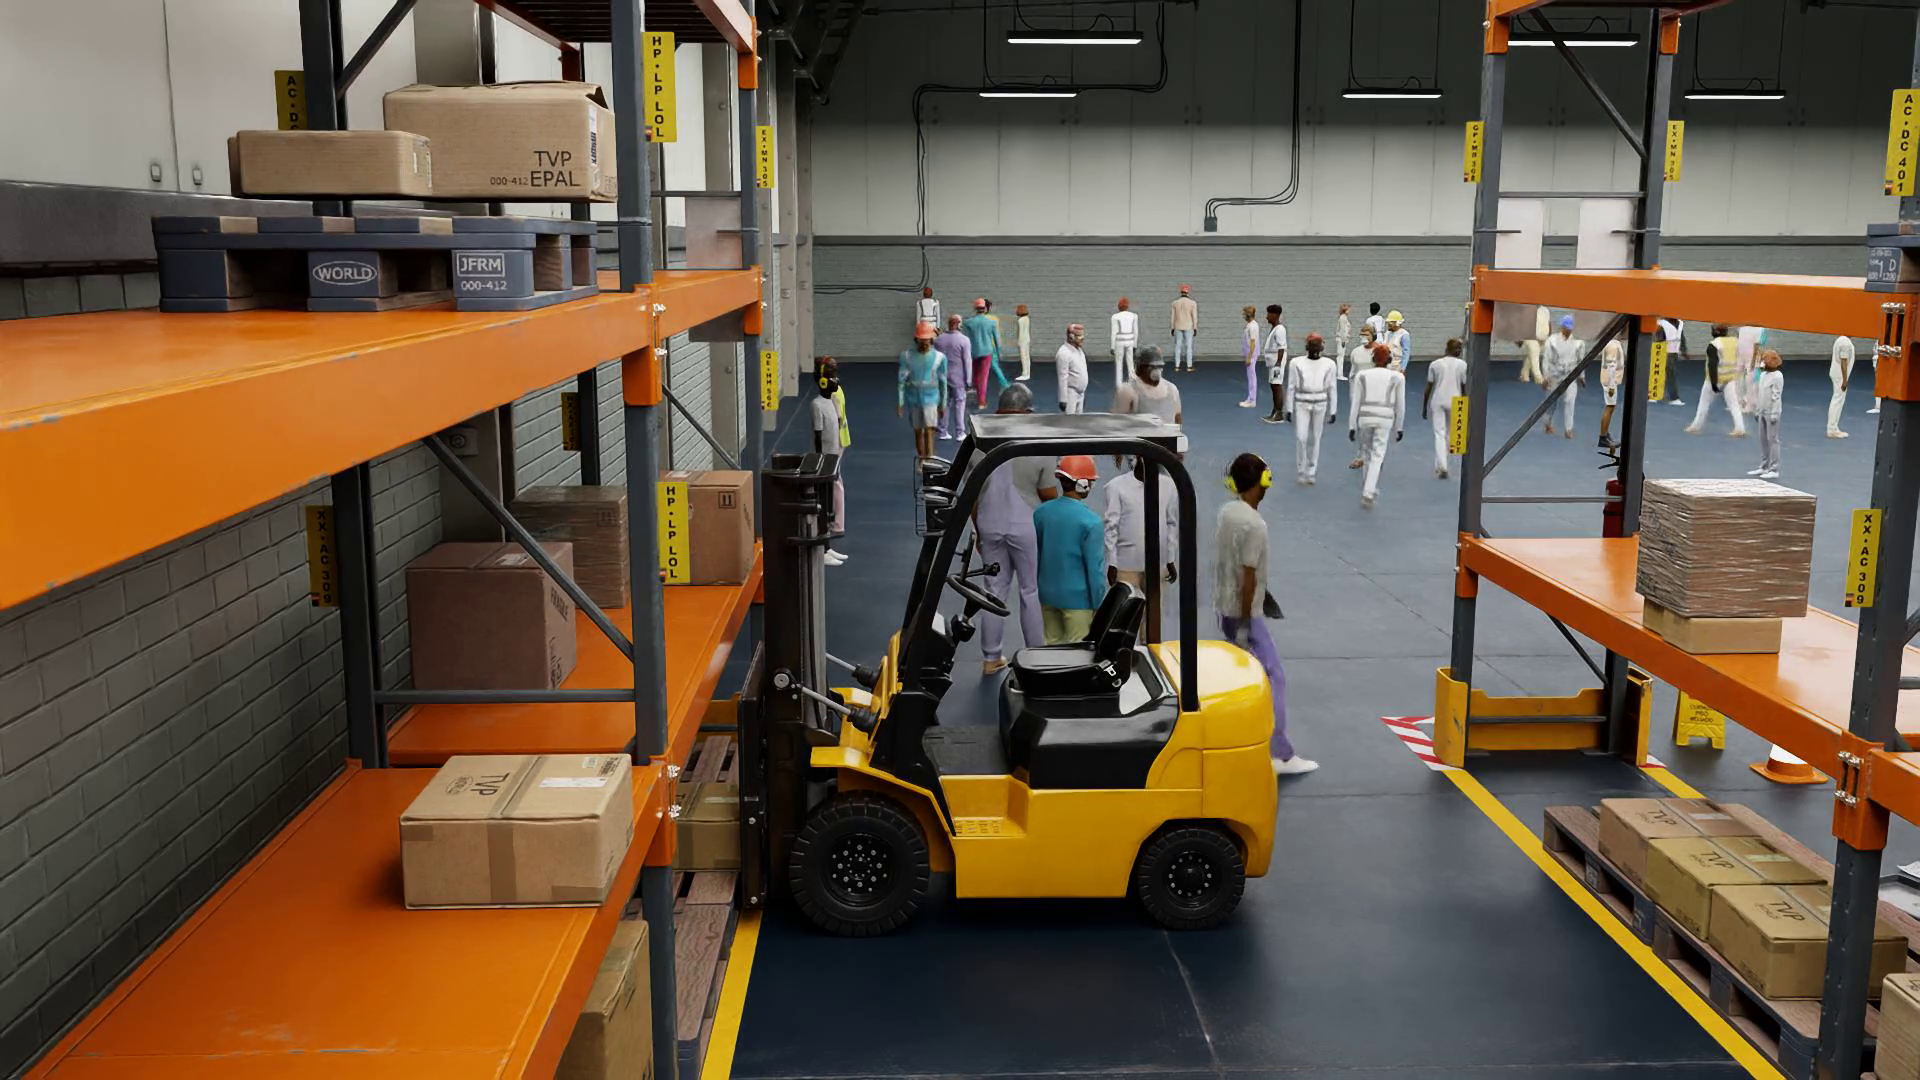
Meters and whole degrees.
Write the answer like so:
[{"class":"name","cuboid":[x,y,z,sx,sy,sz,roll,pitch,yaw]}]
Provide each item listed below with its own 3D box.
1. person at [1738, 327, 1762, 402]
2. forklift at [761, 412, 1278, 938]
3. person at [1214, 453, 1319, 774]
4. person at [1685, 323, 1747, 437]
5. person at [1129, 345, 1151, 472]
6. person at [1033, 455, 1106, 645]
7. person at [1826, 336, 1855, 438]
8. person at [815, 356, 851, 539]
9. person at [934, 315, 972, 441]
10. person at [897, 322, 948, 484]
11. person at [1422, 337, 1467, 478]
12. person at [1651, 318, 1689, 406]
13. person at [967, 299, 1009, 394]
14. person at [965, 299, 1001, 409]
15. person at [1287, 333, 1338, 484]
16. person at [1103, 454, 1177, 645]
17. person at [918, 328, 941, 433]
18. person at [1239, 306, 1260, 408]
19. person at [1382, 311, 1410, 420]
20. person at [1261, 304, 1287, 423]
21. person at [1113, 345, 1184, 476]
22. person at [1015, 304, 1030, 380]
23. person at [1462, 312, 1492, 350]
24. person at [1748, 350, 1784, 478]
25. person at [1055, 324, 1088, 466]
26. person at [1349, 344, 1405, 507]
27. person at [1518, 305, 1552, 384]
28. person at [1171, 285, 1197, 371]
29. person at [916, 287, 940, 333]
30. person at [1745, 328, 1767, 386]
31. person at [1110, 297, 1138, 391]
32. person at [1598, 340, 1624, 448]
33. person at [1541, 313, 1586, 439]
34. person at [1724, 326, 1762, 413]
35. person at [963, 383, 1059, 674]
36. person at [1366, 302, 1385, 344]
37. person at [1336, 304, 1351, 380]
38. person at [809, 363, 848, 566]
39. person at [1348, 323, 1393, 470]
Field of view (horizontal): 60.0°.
[{"class":"person","cuboid":[14.815,-3.507,31.097,0.330,1.863,0.507,-1,10,-7]},{"class":"forklift","cuboid":[0.291,0.548,7.580,2.313,2.155,1.214,0,10,-2]},{"class":"person","cuboid":[1.623,0.410,9.379,0.699,1.825,0.490,-3,11,-18]},{"class":"person","cuboid":[11.707,-2.474,25.565,0.614,1.796,0.994,-4,11,-21]},{"class":"person","cuboid":[2.012,-1.151,17.910,0.362,1.883,0.575,7,12,33]},{"class":"person","cuboid":[0.681,0.327,10.077,0.346,1.744,0.558,-9,13,-40]},{"class":"person","cuboid":[13.467,-2.466,25.382,0.342,1.839,0.501,4,11,19]},{"class":"person","cuboid":[-1.301,-0.935,16.805,0.388,1.848,0.564,-2,10,-9]},{"class":"person","cuboid":[-0.084,-2.436,25.045,0.661,1.899,0.396,7,12,35]},{"class":"person","cuboid":[-0.460,-1.746,20.941,0.611,1.999,1.053,1,10,8]},{"class":"person","cuboid":[6.202,-1.695,21.240,0.553,1.787,0.968,2,10,11]},{"class":"person","cuboid":[13.093,-3.447,30.724,0.589,1.877,0.934,-6,12,-31]},{"class":"person","cuboid":[0.561,-3.788,32.626,0.928,1.885,0.598,7,12,33]},{"class":"person","cuboid":[0.425,-3.380,30.140,0.631,1.940,1.013,2,10,14]},{"class":"person","cuboid":[4.335,-1.594,20.413,0.607,1.868,0.623,1,10,3]},{"class":"person","cuboid":[1.220,0.125,11.160,0.560,1.752,0.325,-5,11,-25]},{"class":"person","cuboid":[-0.438,-2.512,26.171,0.522,1.640,0.306,-4,11,-20]},{"class":"person","cuboid":[5.243,-3.311,30.069,0.343,1.839,0.506,2,10,11]},{"class":"person","cuboid":[7.277,-2.926,27.952,0.403,1.828,0.613,-5,11,-24]},{"class":"person","cuboid":[5.213,-2.920,27.531,0.362,1.963,0.613,0,10,1]},{"class":"person","cuboid":[1.881,-0.956,16.385,0.688,2.000,1.002,-5,11,-24]},{"class":"person","cuboid":[1.362,-4.284,36.058,0.286,1.633,0.501,4,11,23]},{"class":"person","cuboid":[10.677,-4.086,34.265,0.603,1.881,0.766,-6,12,-30]},{"class":"person","cuboid":[10.277,-1.603,21.156,0.288,1.626,0.497,0,10,-1]},{"class":"person","cuboid":[1.499,-1.913,22.125,0.398,1.899,0.649,5,11,24]},{"class":"person","cuboid":[4.734,-1.305,18.945,0.583,1.839,0.964,6,12,30]},{"class":"person","cuboid":[12.179,-4.339,35.234,0.682,2.000,0.993,-5,11,-25]},{"class":"person","cuboid":[5.206,-4.927,38.631,0.618,1.993,0.396,4,11,20]},{"class":"person","cuboid":[-0.771,-5.208,40.507,0.572,1.886,0.355,0,10,-1]},{"class":"person","cuboid":[16.571,-4.114,34.559,0.339,1.834,0.523,6,12,30]},{"class":"person","cuboid":[3.283,-3.909,33.289,0.585,1.883,0.355,-3,11,-18]},{"class":"person","cuboid":[9.520,-2.296,24.197,0.389,1.923,0.549,4,11,23]},{"class":"person","cuboid":[9.254,-2.524,25.540,0.659,1.949,0.636,1,10,6]},{"class":"person","cuboid":[13.651,-3.104,28.953,0.612,1.827,0.529,-4,11,-21]},{"class":"person","cuboid":[0.397,-0.070,11.449,0.684,2.000,0.538,5,11,26]},{"class":"person","cuboid":[8.845,-4.221,35.533,0.529,1.697,0.321,-8,13,-39]},{"class":"person","cuboid":[8.304,-4.290,36.068,0.311,1.642,0.514,3,10,14]},{"class":"person","cuboid":[-1.229,-0.705,15.452,0.328,1.877,0.510,1,10,6]},{"class":"person","cuboid":[5.364,-1.869,21.802,0.372,1.932,0.623,-8,13,-39]}]
